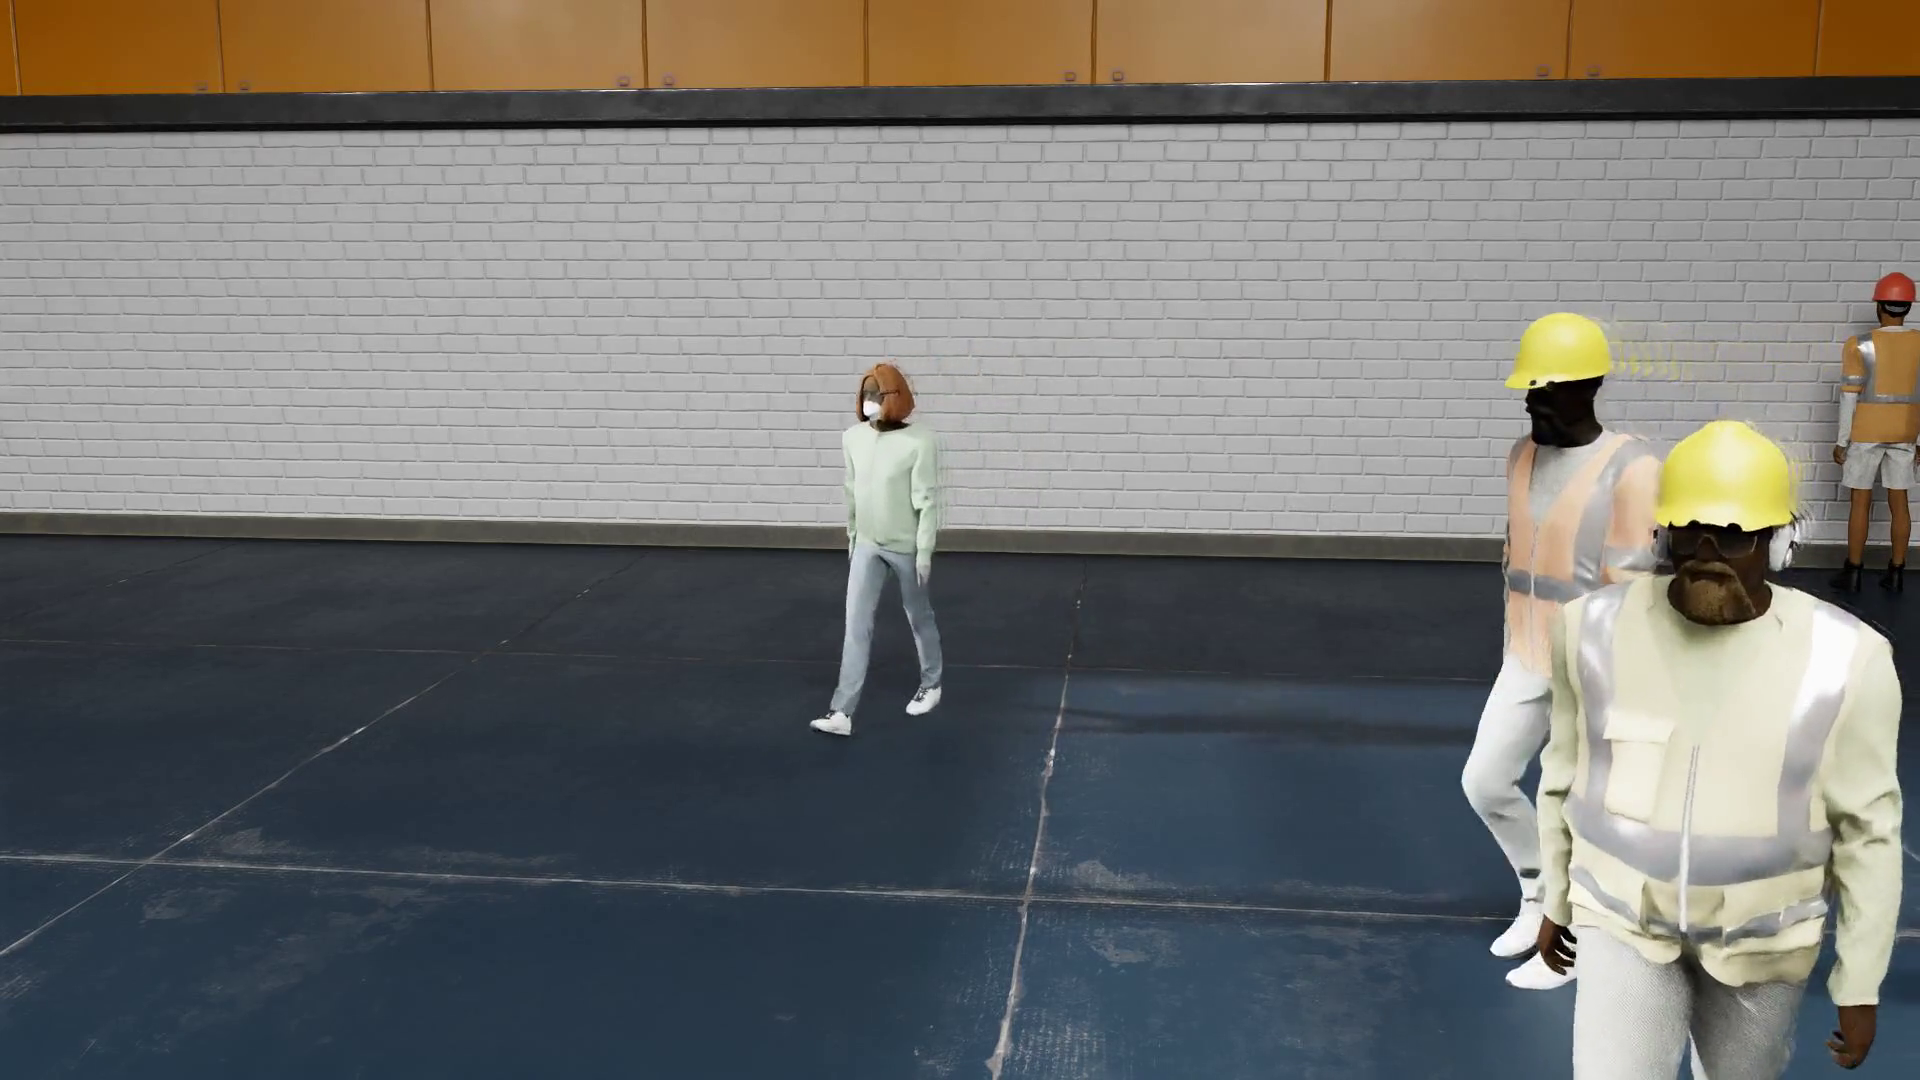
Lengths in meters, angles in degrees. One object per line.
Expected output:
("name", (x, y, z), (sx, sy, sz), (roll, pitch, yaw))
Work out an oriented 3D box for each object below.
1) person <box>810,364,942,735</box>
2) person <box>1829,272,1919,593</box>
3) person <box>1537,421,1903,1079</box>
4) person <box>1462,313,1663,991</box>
("person", (-0.322, 0.036, 7.179), (0.517, 1.582, 0.877), (6, 11, 30))
("person", (5.581, -0.641, 10.076), (0.545, 1.938, 0.359), (1, 10, 8))
("person", (1.351, 0.669, 3.020), (0.609, 1.789, 0.921), (6, 11, 29))
("person", (1.659, 0.332, 4.599), (0.428, 1.905, 0.612), (-4, 11, -23))
